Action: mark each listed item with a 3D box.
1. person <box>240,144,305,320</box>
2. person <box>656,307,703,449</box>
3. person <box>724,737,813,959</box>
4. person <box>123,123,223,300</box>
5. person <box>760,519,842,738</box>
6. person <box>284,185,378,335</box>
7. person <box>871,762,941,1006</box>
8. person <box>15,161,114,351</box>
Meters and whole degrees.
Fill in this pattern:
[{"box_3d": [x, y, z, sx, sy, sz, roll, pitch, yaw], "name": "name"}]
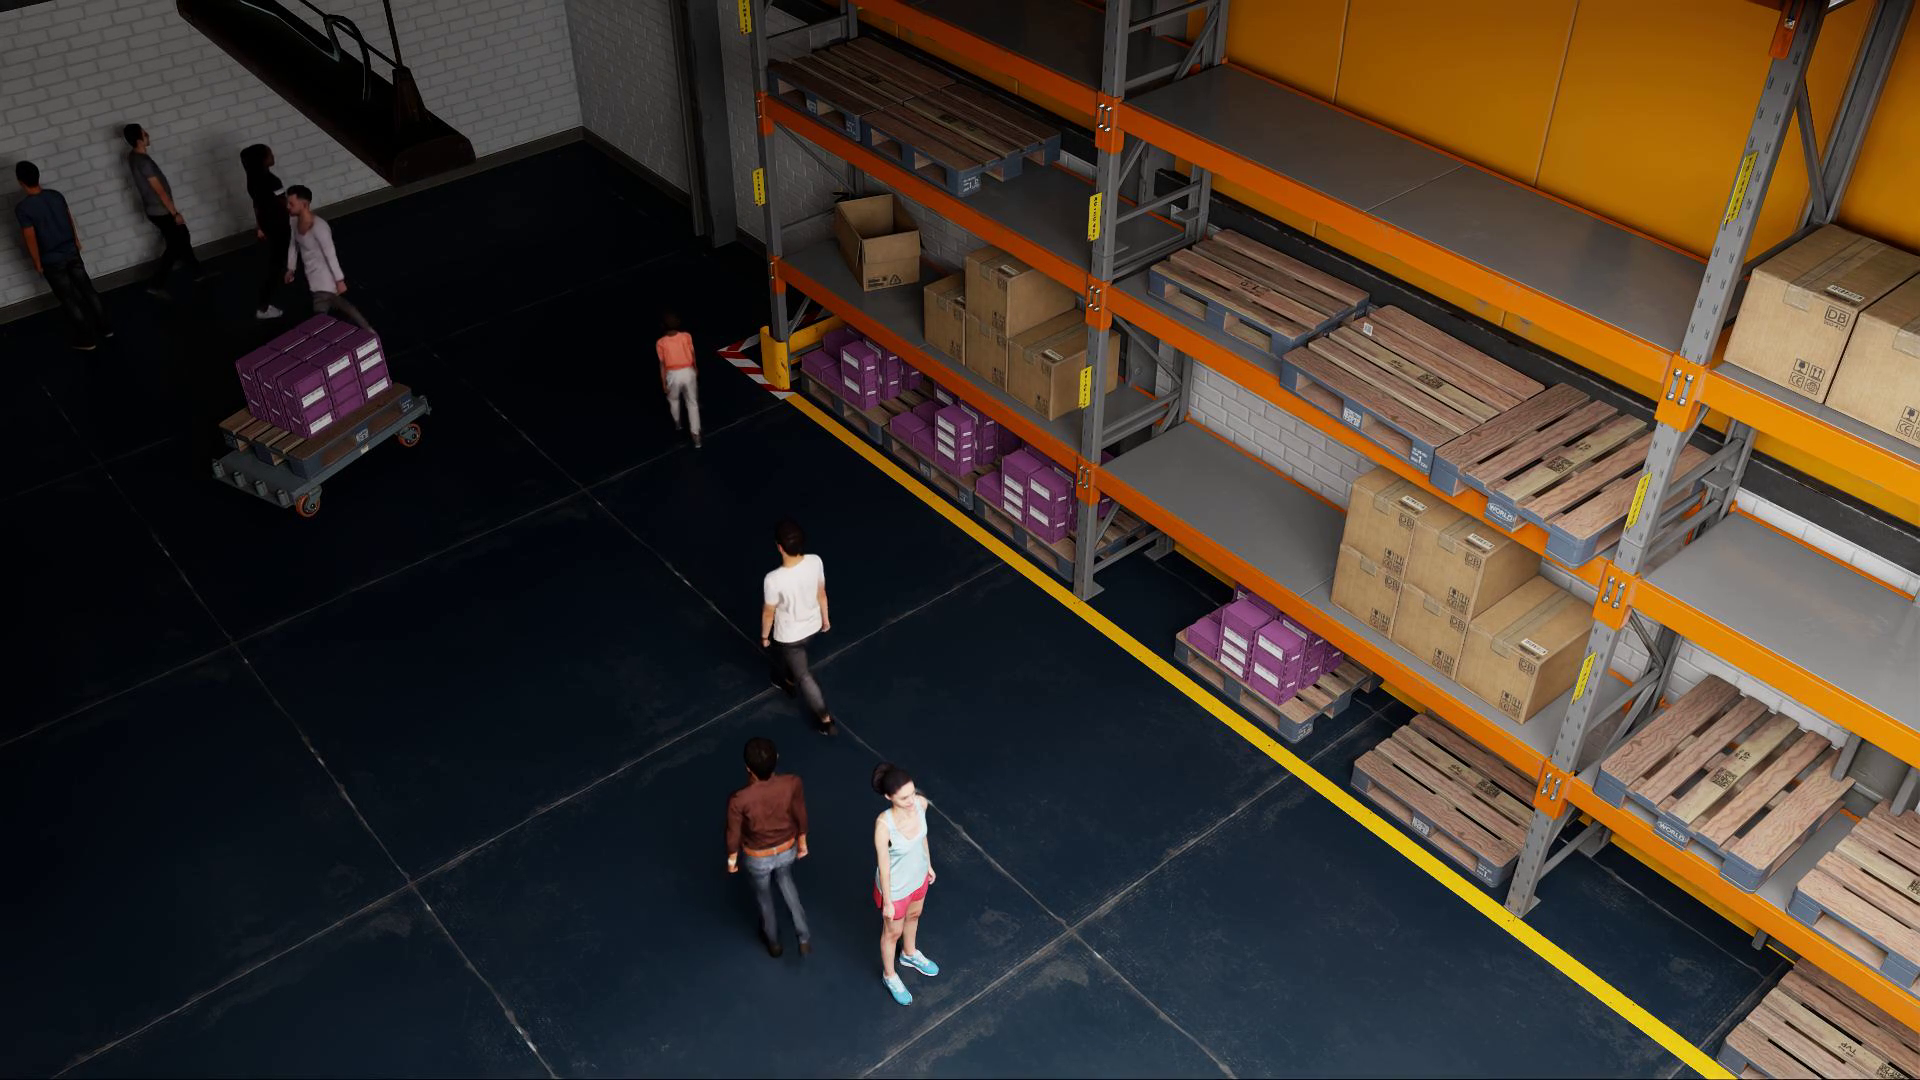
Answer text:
[{"box_3d": [-6.515, -2.878, 15.734, 1.186, 1.677, 0.817, 27, 46, 30], "name": "person"}, {"box_3d": [-2.361, -1.380, 14.161, 0.737, 1.299, 0.934, -9, 39, -11], "name": "person"}, {"box_3d": [-1.073, 1.879, 9.704, 0.715, 1.768, 0.784, -21, 43, -24], "name": "person"}, {"box_3d": [-7.743, -3.149, 16.021, 0.725, 1.741, 0.941, -25, 45, -28], "name": "person"}, {"box_3d": [-1.071, 0.627, 11.337, 0.661, 1.687, 1.065, -29, 47, -32], "name": "person"}, {"box_3d": [-5.705, -2.410, 15.052, 1.118, 1.797, 0.820, 31, 48, 33], "name": "person"}, {"box_3d": [-0.329, 1.965, 9.599, 0.639, 1.766, 0.625, 27, 46, 29], "name": "person"}, {"box_3d": [-8.282, -2.623, 15.314, 0.741, 1.802, 0.746, 15, 41, 18], "name": "person"}]
